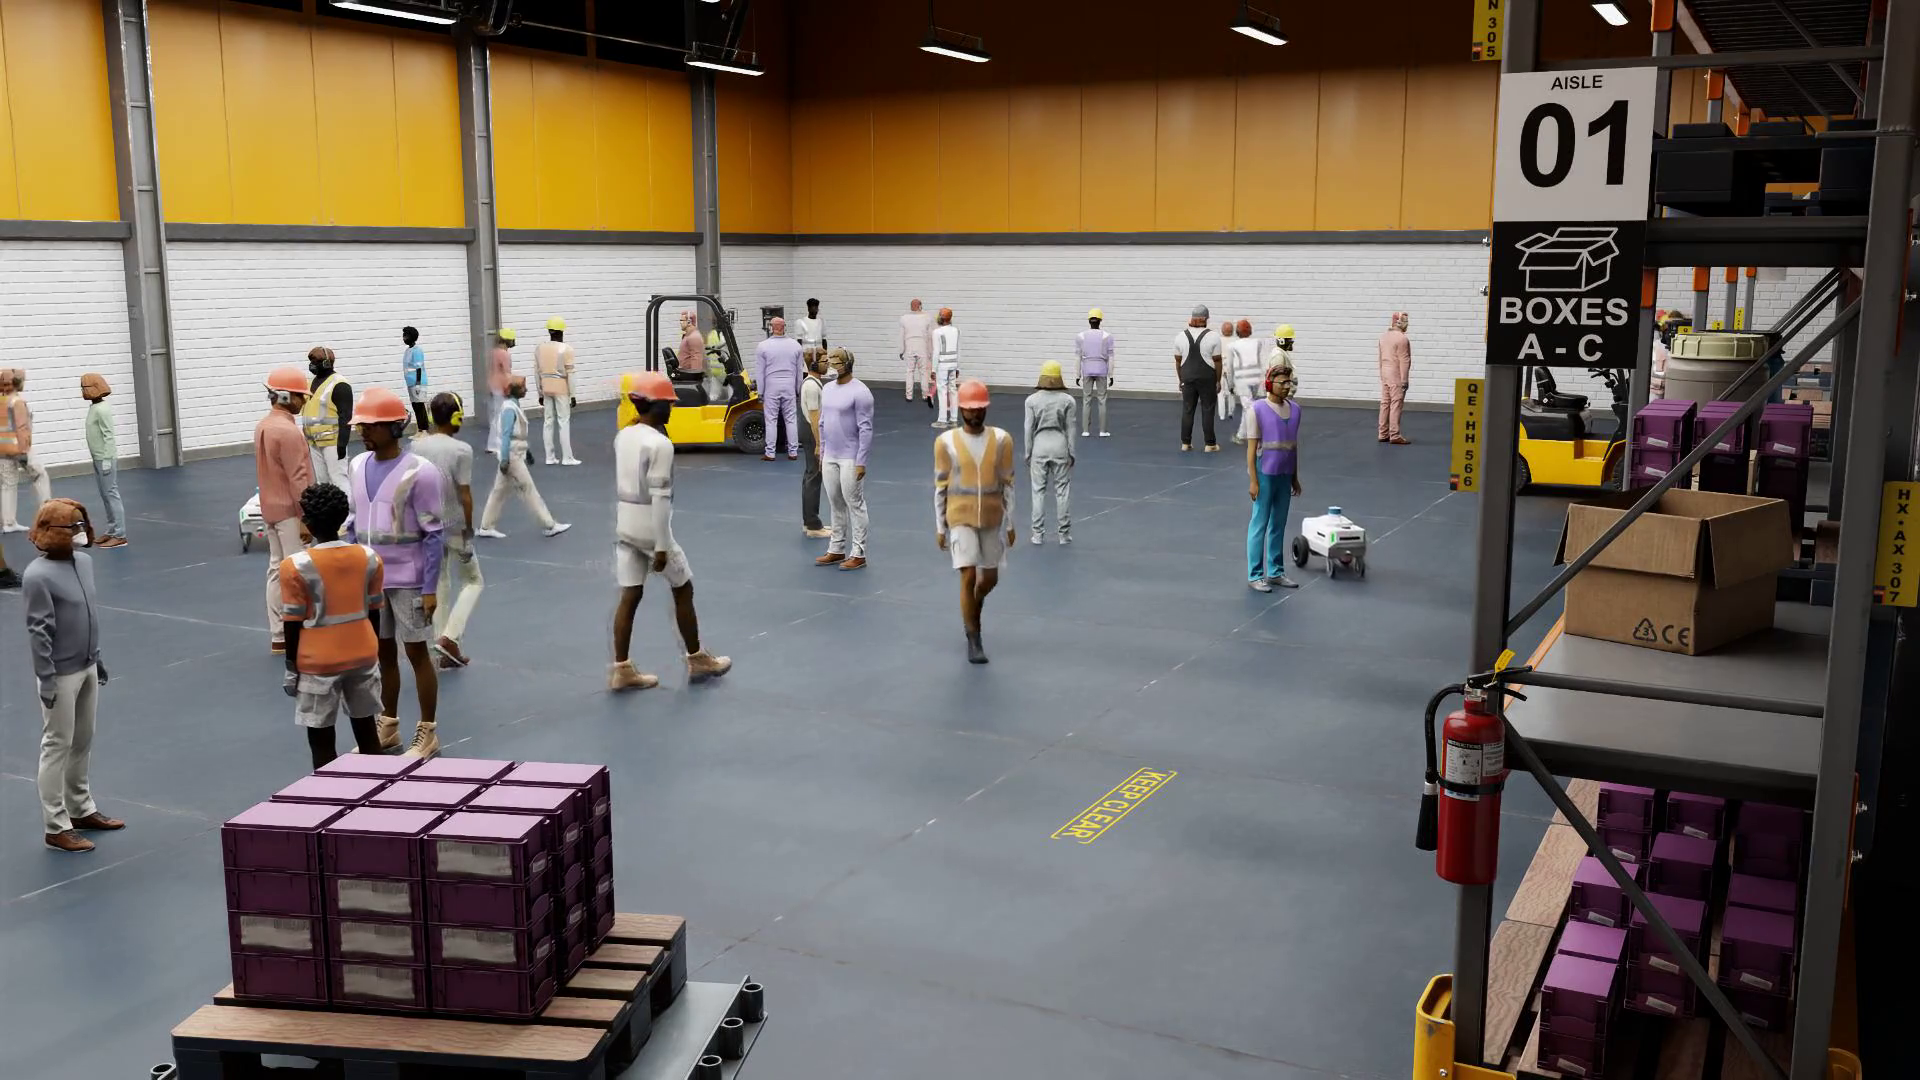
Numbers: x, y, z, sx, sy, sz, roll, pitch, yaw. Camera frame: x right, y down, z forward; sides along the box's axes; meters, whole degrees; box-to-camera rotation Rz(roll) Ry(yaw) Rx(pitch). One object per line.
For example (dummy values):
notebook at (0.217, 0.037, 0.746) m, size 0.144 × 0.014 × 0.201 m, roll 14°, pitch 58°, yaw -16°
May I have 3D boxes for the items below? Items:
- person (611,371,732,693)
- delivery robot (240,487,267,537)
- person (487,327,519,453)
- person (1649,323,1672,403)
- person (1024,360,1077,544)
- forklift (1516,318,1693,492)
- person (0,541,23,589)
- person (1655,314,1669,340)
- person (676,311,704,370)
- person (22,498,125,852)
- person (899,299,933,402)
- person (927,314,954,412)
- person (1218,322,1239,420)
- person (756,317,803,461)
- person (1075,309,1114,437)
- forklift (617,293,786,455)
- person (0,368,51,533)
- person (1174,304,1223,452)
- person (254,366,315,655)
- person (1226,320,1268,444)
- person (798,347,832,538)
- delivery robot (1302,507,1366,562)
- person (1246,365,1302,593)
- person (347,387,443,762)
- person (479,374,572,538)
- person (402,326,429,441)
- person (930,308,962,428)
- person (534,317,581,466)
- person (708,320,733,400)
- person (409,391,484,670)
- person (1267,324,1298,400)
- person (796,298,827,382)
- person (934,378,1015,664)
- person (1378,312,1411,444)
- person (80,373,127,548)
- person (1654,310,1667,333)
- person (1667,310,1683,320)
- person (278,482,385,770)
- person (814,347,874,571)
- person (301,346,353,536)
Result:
person at (-1.856, -0.060, 10.525) m, size 0.942 × 2.005 × 0.611 m, roll -10°, pitch 14°, yaw -44°
delivery robot at (-6.520, -0.257, 15.587) m, size 0.477 × 0.478 × 0.707 m, roll -3°, pitch 10°, yaw -15°
person at (-6.330, -2.065, 22.920) m, size 0.545 × 1.729 × 0.538 m, roll -6°, pitch 12°, yaw -32°
person at (9.350, -1.977, 22.097) m, size 0.627 × 1.844 × 0.429 m, roll 2°, pitch 10°, yaw 14°
person at (0.854, -0.830, 15.743) m, size 0.492 × 1.740 × 0.324 m, roll 0°, pitch 10°, yaw 2°
forklift at (7.066, -1.601, 18.899) m, size 2.313 × 2.155 × 1.214 m, roll 5°, pitch 11°, yaw 27°
person at (-8.088, -0.485, 13.353) m, size 0.545 × 1.895 × 0.990 m, roll 9°, pitch 13°, yaw 43°
person at (10.646, -2.494, 25.112) m, size 0.403 × 1.834 × 0.587 m, roll 3°, pitch 10°, yaw 19°
person at (-3.927, -2.371, 24.190) m, size 0.408 × 1.906 × 0.654 m, roll -2°, pitch 10°, yaw -13°
person at (-4.122, 0.611, 7.713) m, size 0.266 × 1.631 × 0.507 m, roll 0°, pitch 10°, yaw 0°
person at (-0.803, -3.499, 30.727) m, size 0.651 × 1.904 × 0.401 m, roll 0°, pitch 10°, yaw 1°
person at (-0.302, -3.077, 28.709) m, size 0.536 × 1.748 × 0.522 m, roll 8°, pitch 13°, yaw 38°
person at (4.412, -2.798, 27.554) m, size 0.520 × 1.601 × 0.808 m, roll 2°, pitch 10°, yaw 10°
person at (-2.395, -1.991, 22.023) m, size 0.646 × 1.899 × 0.403 m, roll -4°, pitch 11°, yaw -23°
person at (2.010, -2.485, 24.816) m, size 0.585 × 1.919 × 0.380 m, roll 2°, pitch 10°, yaw 12°
forklift at (-3.588, -2.317, 23.042) m, size 2.313 × 2.155 × 1.214 m, roll -1°, pitch 10°, yaw -5°
person at (-9.205, -0.884, 16.436) m, size 0.519 × 1.614 × 0.663 m, roll 6°, pitch 12°, yaw 33°
person at (3.338, -2.246, 23.080) m, size 0.683 × 2.000 × 0.538 m, roll 5°, pitch 11°, yaw 28°
person at (-4.528, -0.178, 11.264) m, size 0.392 × 1.985 × 0.609 m, roll -9°, pitch 13°, yaw -42°
person at (4.098, -2.196, 23.536) m, size 0.559 × 1.810 × 1.100 m, roll -3°, pitch 10°, yaw -16°
person at (-1.393, -0.944, 16.103) m, size 0.345 × 1.847 × 0.504 m, roll -2°, pitch 10°, yaw -11°
delivery robot at (3.226, -0.043, 14.348) m, size 0.477 × 0.478 × 0.707 m, roll -2°, pitch 10°, yaw -10°
person at (2.550, -0.509, 13.580) m, size 0.567 × 1.846 × 0.389 m, roll -7°, pitch 12°, yaw -37°
person at (-3.042, 0.202, 8.897) m, size 0.605 × 2.045 × 0.385 m, roll 5°, pitch 11°, yaw 25°
person at (-4.229, -0.790, 15.950) m, size 0.896 × 1.588 × 0.536 m, roll -2°, pitch 10°, yaw -11°
person at (-7.944, -2.272, 24.252) m, size 0.321 × 1.690 × 0.536 m, roll -7°, pitch 12°, yaw -34°
person at (-0.228, -2.703, 26.190) m, size 0.584 × 1.879 × 0.349 m, roll -9°, pitch 13°, yaw -43°
person at (-5.212, -1.917, 21.501) m, size 0.589 × 1.928 × 0.385 m, roll 4°, pitch 11°, yaw 22°
person at (-3.730, -2.592, 25.765) m, size 0.863 × 1.812 × 0.628 m, roll -8°, pitch 13°, yaw -38°
person at (-3.380, -0.049, 10.921) m, size 0.507 × 1.848 × 0.413 m, roll 3°, pitch 10°, yaw 16°
person at (4.146, -1.855, 21.417) m, size 0.404 × 1.830 × 0.601 m, roll 2°, pitch 10°, yaw 10°
person at (-2.620, -3.306, 29.482) m, size 0.599 × 1.958 × 0.381 m, roll -5°, pitch 11°, yaw -28°
person at (0.090, -0.156, 11.353) m, size 0.553 × 1.915 × 0.746 m, roll -2°, pitch 10°, yaw -11°
person at (6.301, -2.337, 24.001) m, size 0.401 × 1.904 × 0.648 m, roll -3°, pitch 10°, yaw -16°
person at (-8.023, -0.742, 15.549) m, size 0.268 × 1.631 × 0.507 m, roll -7°, pitch 12°, yaw -37°
person at (10.922, -2.617, 25.735) m, size 0.972 × 1.881 × 0.534 m, roll 2°, pitch 10°, yaw 13°
person at (10.657, -2.492, 24.970) m, size 0.985 × 1.895 × 0.643 m, roll -2°, pitch 10°, yaw -11°
person at (-2.920, 0.571, 7.788) m, size 0.322 × 1.689 × 0.530 m, roll 7°, pitch 12°, yaw 34°
person at (-1.012, -0.707, 14.465) m, size 0.372 × 1.940 × 0.631 m, roll -10°, pitch 14°, yaw -44°
person at (-6.164, -0.957, 16.189) m, size 0.622 × 1.845 × 0.429 m, roll 8°, pitch 12°, yaw 37°
